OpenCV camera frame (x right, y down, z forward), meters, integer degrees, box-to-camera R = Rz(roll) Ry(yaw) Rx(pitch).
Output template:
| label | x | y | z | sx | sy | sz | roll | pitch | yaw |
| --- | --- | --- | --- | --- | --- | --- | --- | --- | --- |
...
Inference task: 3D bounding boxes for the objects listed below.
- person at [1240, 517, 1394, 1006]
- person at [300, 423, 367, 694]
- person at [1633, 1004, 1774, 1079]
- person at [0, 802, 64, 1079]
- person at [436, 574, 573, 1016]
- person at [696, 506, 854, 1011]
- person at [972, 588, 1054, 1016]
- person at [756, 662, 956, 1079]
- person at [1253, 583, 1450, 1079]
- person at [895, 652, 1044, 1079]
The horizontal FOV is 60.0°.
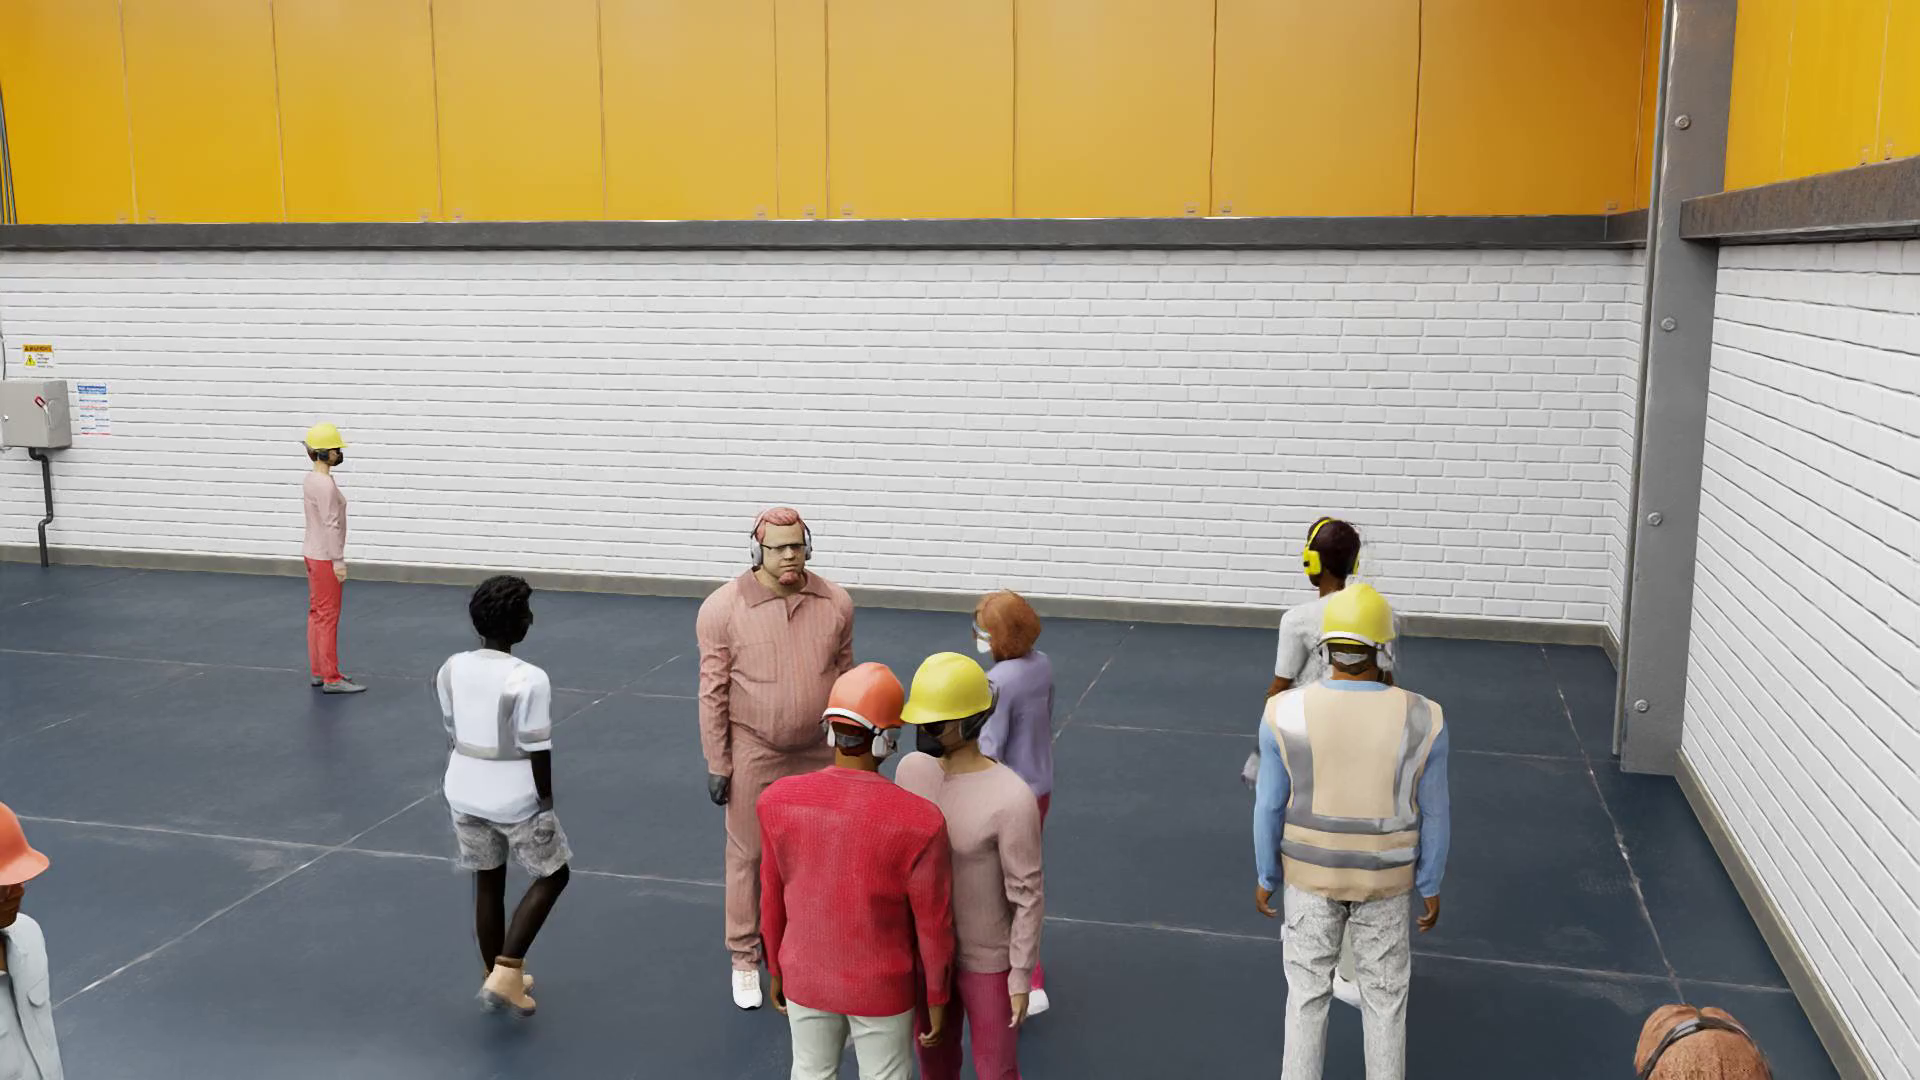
| label | x | y | z | sx | sy | sz | roll | pitch | yaw |
| --- | --- | --- | --- | --- | --- | --- | --- | --- | --- |
| person | 1.381 | 0.830 | 6.490 | 0.521 | 1.836 | 0.787 | -6 | 11 | -31 |
| person | -4.126 | 0.119 | 10.879 | 0.324 | 1.769 | 0.523 | -6 | 11 | -32 |
| person | 1.220 | 1.574 | 2.745 | 0.517 | 1.610 | 0.742 | 1 | 10 | 7 |
| person | -2.037 | 1.376 | 3.512 | 0.338 | 1.752 | 0.564 | 0 | 10 | -1 |
| person | -1.699 | 0.960 | 6.171 | 0.551 | 1.687 | 0.354 | 5 | 11 | 26 |
| person | -0.672 | 0.816 | 6.361 | 0.643 | 1.909 | 0.410 | -5 | 11 | -28 |
| person | 0.236 | 0.972 | 6.312 | 0.529 | 1.619 | 0.593 | 6 | 11 | 33 |
| person | -0.281 | 1.196 | 4.622 | 0.575 | 1.739 | 0.355 | 3 | 10 | 18 |
| person | 1.228 | 1.041 | 5.257 | 0.600 | 1.830 | 0.404 | 2 | 10 | 10 |
| person | -0.011 | 1.173 | 4.682 | 0.532 | 1.765 | 0.328 | 8 | 13 | 41 |
